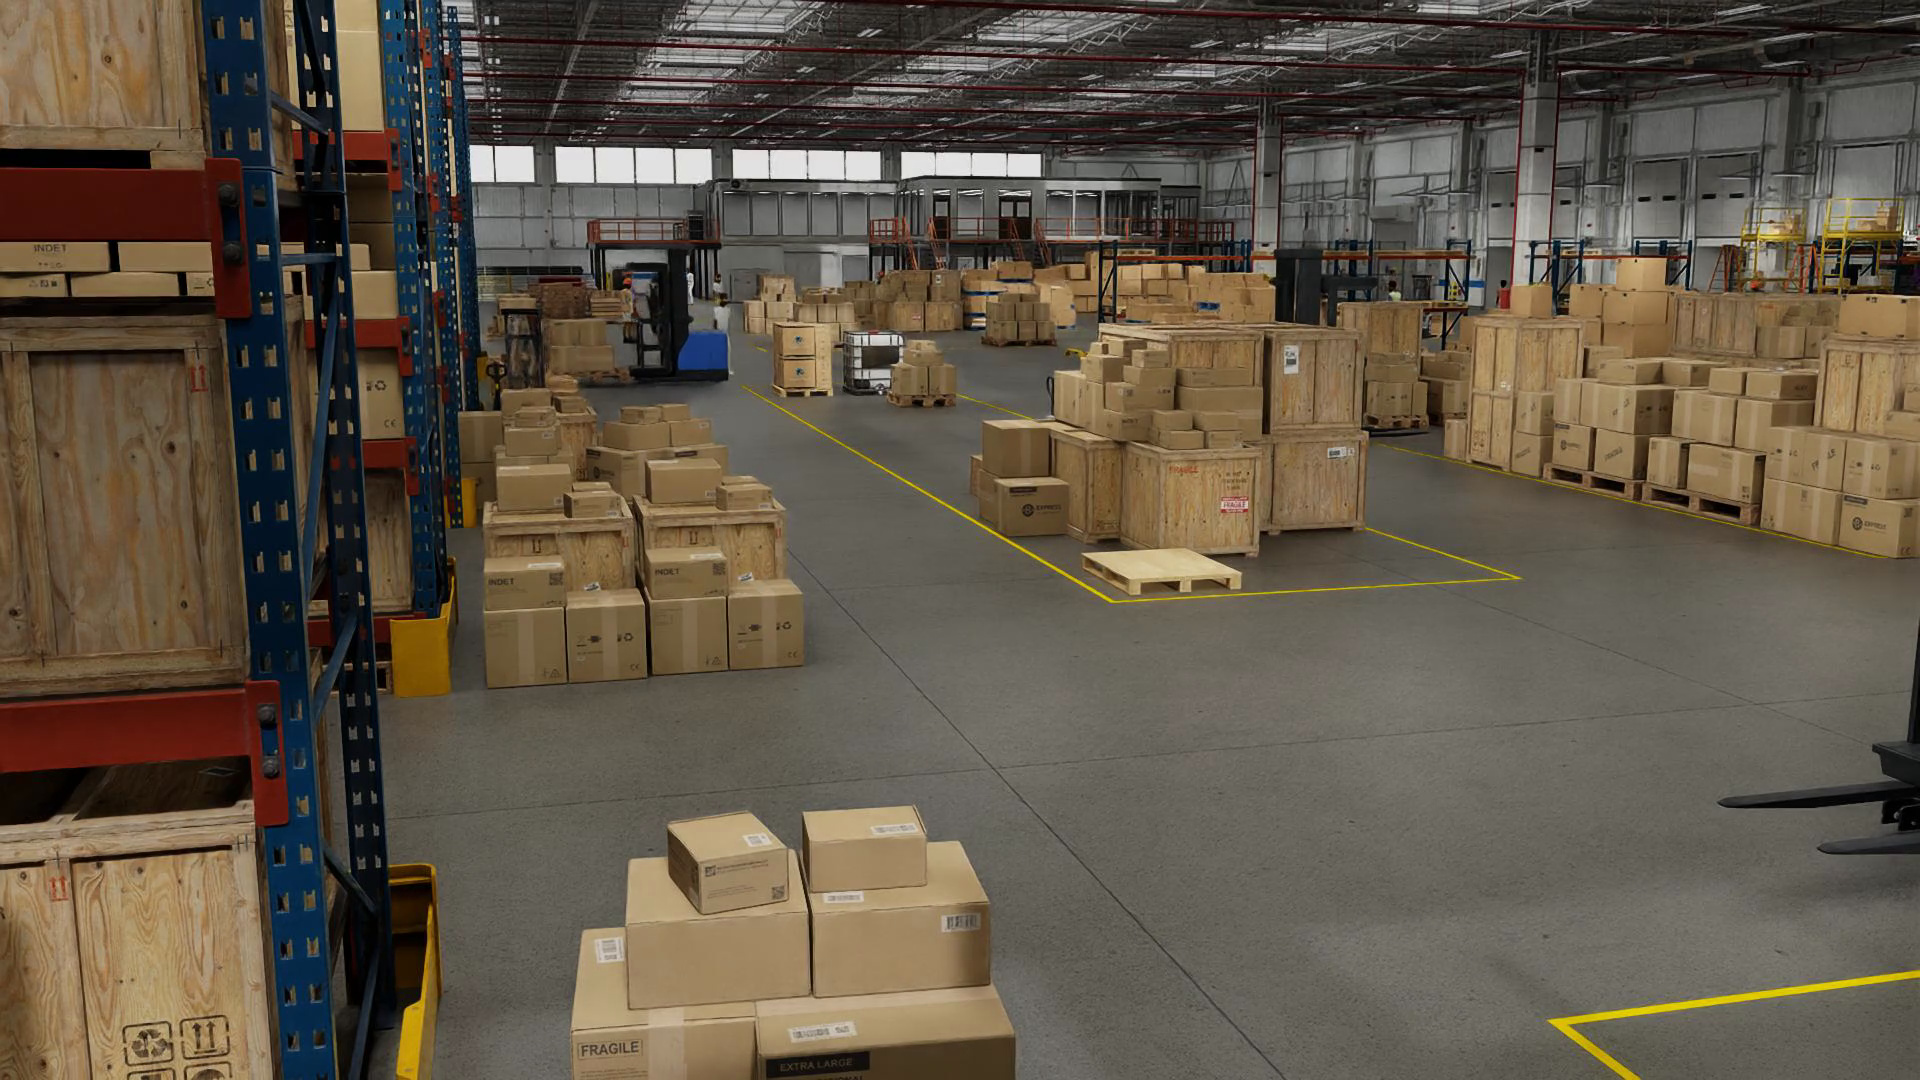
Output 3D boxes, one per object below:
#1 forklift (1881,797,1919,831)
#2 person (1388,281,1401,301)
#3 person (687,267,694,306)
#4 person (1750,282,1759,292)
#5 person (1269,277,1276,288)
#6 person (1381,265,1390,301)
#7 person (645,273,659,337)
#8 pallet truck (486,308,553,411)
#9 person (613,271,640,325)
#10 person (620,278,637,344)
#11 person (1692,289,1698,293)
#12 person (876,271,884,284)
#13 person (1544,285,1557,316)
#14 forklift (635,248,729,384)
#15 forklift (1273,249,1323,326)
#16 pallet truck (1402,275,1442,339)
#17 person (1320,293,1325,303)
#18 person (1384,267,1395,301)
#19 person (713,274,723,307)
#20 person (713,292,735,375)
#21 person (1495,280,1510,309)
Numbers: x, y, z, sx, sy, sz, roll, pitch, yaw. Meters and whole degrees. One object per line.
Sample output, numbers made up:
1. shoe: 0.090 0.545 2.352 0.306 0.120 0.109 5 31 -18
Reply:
1. forklift: 5.579 0.091 7.661 1.873 2.768 1.129 -3 10 -15
2. person: 12.088 -6.273 46.432 0.393 1.915 0.591 8 13 37
3. person: -13.165 -12.284 80.558 0.587 1.878 0.345 5 11 25
4. person: 22.080 -6.243 46.359 1.013 1.888 0.546 -9 13 -42
5. person: 9.749 -7.295 52.232 0.674 1.907 0.473 3 11 18
6. person: 20.743 -12.373 80.865 0.605 1.951 0.383 7 12 33
7. person: -9.614 -7.491 52.970 0.714 2.000 0.735 4 11 19
8. pallet truck: -6.242 -2.418 24.362 0.823 1.965 1.885 1 10 3
9. person: -12.180 -8.882 61.068 0.696 1.972 0.959 7 12 34
10. person: -9.823 -6.784 49.256 0.358 1.937 0.549 -9 14 -43
11. person: 18.613 -5.498 42.422 0.521 1.787 1.024 6 12 31
12. person: -2.840 -8.646 59.739 0.518 1.978 0.643 6 12 31
13. person: 15.110 -5.654 43.031 0.600 1.888 0.968 -2 10 -10
14. forklift: -5.856 -4.699 34.783 1.873 2.768 1.129 -3 10 -15
15. forklift: 4.855 -2.824 24.162 1.873 2.768 1.129 -3 10 -15
16. pallet truck: 14.620 -7.324 52.145 0.823 1.965 1.885 8 13 40
17. person: 13.556 -9.189 63.195 0.635 1.823 0.660 -2 10 -13
18. person: 20.140 -11.848 78.011 0.608 1.898 0.745 -9 13 -41
19. person: -8.723 -8.679 60.180 0.335 1.873 0.520 7 12 35
20. person: -5.363 -4.628 37.289 0.702 1.856 0.524 8 13 40
21. person: 19.093 -8.298 58.502 0.536 1.700 0.318 -2 10 -11
